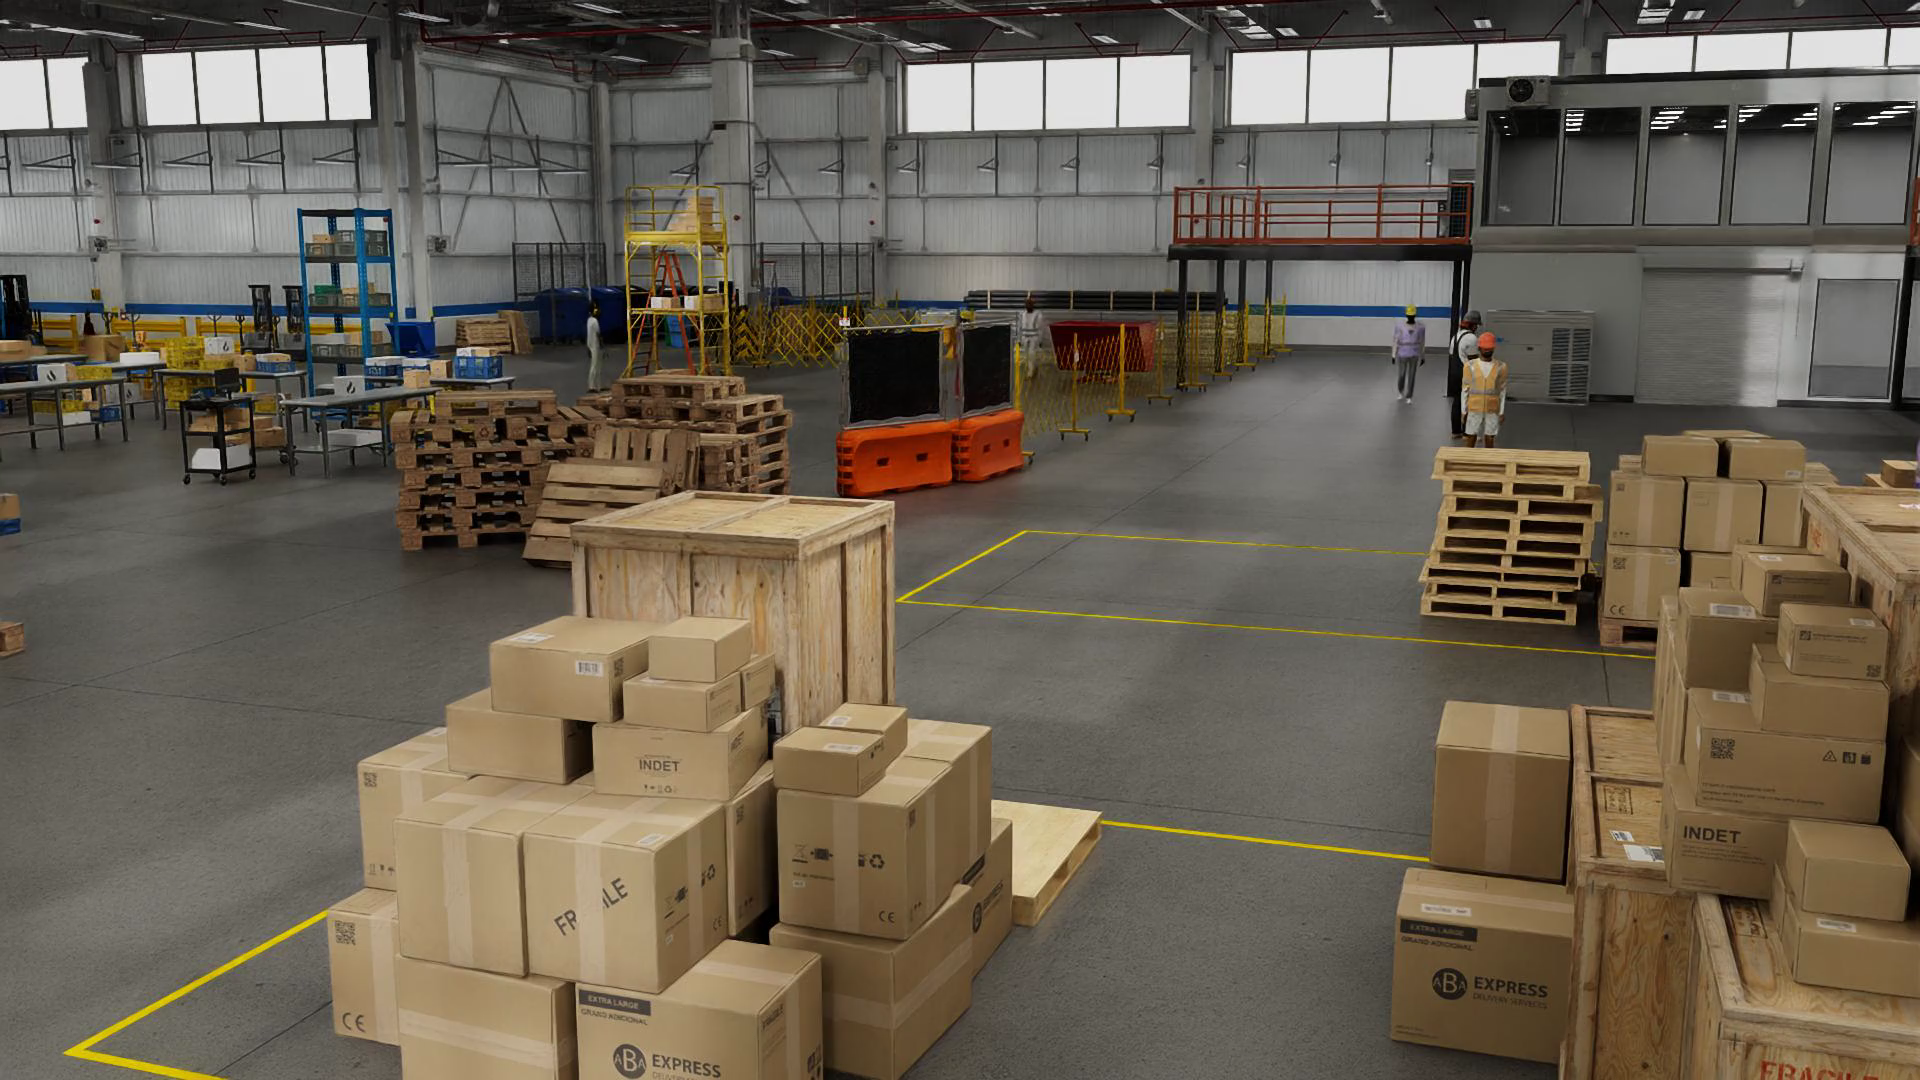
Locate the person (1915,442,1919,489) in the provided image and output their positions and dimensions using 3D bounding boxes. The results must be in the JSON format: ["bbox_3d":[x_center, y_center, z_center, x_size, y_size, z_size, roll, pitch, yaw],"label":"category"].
[{"bbox_3d":[7.335,-0.145,12.277,0.605,2.034,0.392,2,10,13],"label":"person"}]

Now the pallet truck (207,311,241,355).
[{"bbox_3d":[-19.537,-5.575,44.913,0.653,1.274,1.630,3,11,19],"label":"pallet truck"}]

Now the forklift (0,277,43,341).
[{"bbox_3d":[-27.151,-6.329,46.328,1.157,1.987,2.680,3,11,17],"label":"forklift"}]

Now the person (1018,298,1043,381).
[{"bbox_3d":[1.601,-4.502,37.320,0.582,1.864,0.782,5,11,28],"label":"person"}]

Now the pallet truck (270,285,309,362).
[{"bbox_3d":[-17.147,-5.700,43.663,0.823,1.965,1.885,3,11,17],"label":"pallet truck"}]

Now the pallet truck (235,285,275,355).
[{"bbox_3d":[-18.327,-5.835,44.421,0.823,1.965,1.885,4,11,23],"label":"pallet truck"}]

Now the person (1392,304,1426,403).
[{"bbox_3d":[8.653,-3.599,32.098,0.617,1.905,0.601,1,10,8],"label":"person"}]

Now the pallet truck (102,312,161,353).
[{"bbox_3d":[-23.057,-5.777,46.261,0.680,1.201,1.601,3,11,19],"label":"pallet truck"}]

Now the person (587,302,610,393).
[{"bbox_3d":[-7.464,-3.940,34.149,0.373,1.872,0.536,-4,11,-23],"label":"person"}]

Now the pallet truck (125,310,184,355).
[{"bbox_3d":[-22.038,-5.665,45.457,0.704,1.261,1.522,3,11,17],"label":"pallet truck"}]

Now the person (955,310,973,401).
[{"bbox_3d":[0.076,-3.601,32.518,0.333,1.761,0.525,-2,10,-13],"label":"person"}]

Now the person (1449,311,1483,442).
[{"bbox_3d":[7.902,-2.546,25.779,0.536,2.000,0.676,-2,10,-11],"label":"person"}]

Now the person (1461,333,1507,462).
[{"bbox_3d":[6.618,-1.651,21.034,0.551,1.934,0.362,2,10,12],"label":"person"}]
